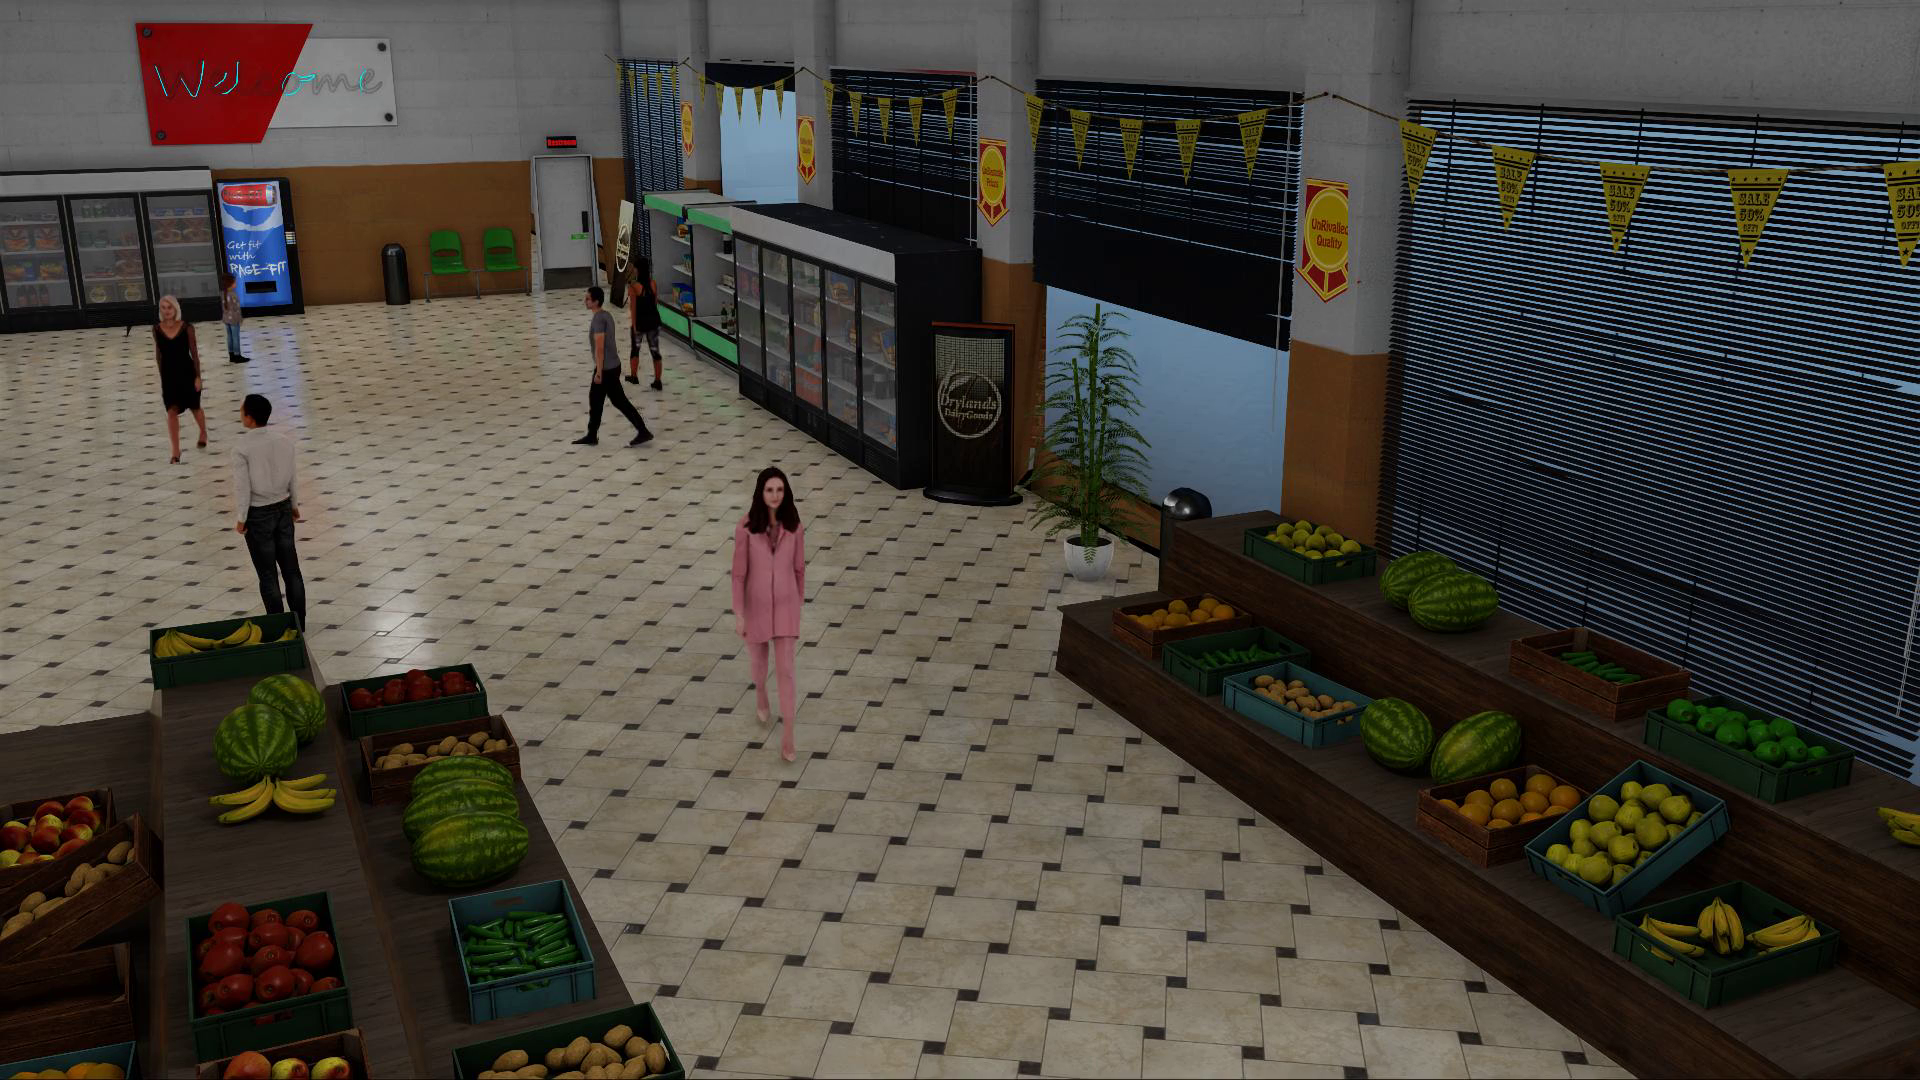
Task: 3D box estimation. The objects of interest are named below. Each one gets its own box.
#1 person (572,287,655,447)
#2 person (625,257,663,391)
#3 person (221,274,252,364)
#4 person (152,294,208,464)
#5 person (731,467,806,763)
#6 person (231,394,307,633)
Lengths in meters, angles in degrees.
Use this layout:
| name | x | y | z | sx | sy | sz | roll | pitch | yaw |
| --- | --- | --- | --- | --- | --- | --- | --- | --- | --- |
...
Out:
| name | x | y | z | sx | sy | sz | roll | pitch | yaw |
| --- | --- | --- | --- | --- | --- | --- | --- | --- | --- |
| person | -3.669 | -1.821 | 17.699 | 0.831 | 1.722 | 1.083 | -2 | 17 | -7 |
| person | -3.851 | -2.674 | 20.654 | 0.716 | 1.638 | 0.961 | -12 | 21 | -35 |
| person | -9.843 | -2.994 | 22.473 | 0.529 | 1.193 | 0.617 | 11 | 20 | 32 |
| person | -8.052 | -1.680 | 17.279 | 0.836 | 1.696 | 1.157 | -2 | 17 | -6 |
| person | -1.193 | 0.423 | 10.248 | 0.804 | 1.759 | 1.195 | -3 | 17 | -11 |
| person | -5.026 | -0.171 | 12.109 | 0.739 | 1.813 | 0.740 | 11 | 20 | 33 |
